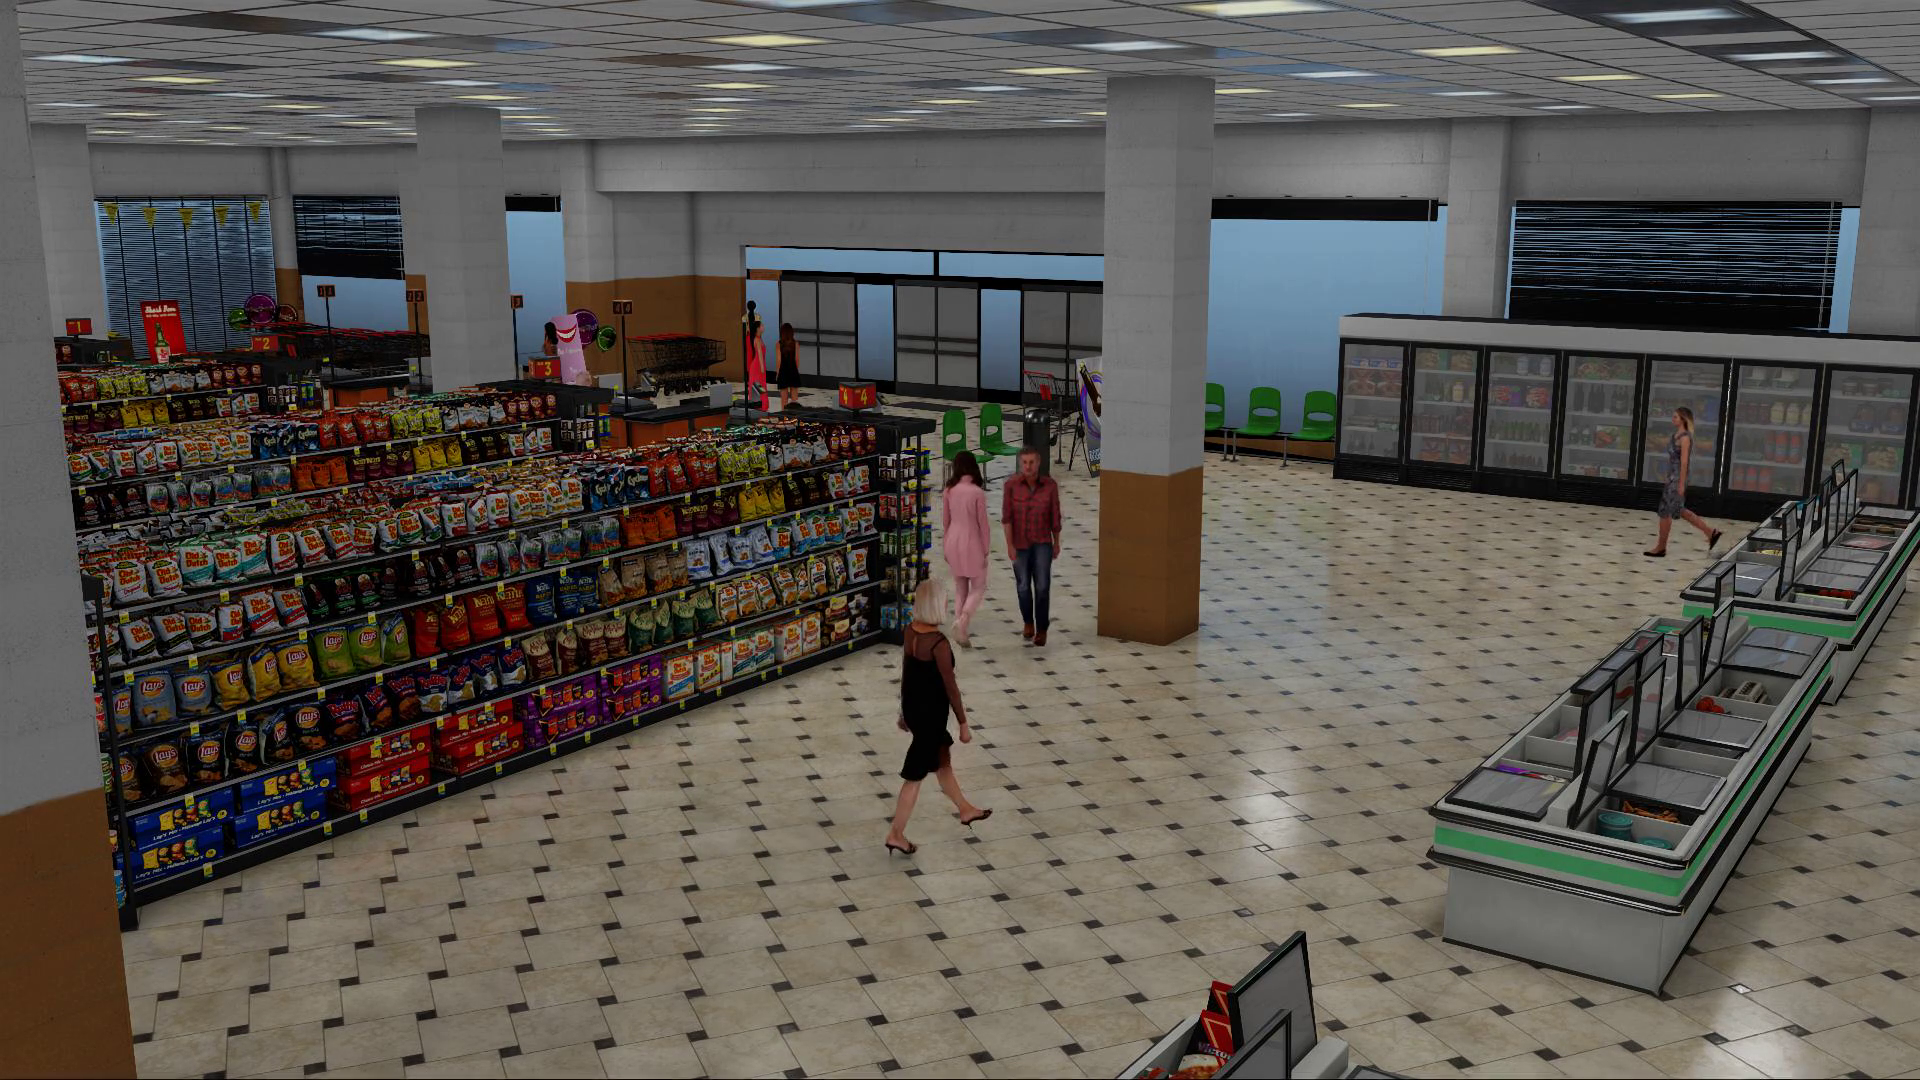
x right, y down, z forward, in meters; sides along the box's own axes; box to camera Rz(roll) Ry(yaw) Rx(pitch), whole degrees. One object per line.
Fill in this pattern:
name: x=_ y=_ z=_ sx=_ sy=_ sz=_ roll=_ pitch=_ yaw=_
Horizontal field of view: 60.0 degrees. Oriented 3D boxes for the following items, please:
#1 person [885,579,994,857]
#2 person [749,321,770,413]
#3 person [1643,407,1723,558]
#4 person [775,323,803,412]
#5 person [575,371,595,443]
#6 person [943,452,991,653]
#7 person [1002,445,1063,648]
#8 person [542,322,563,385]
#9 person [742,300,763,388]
person: x=-0.278 y=1.117 z=10.091 sx=1.130 sy=1.705 sz=0.912 roll=-7 pitch=14 yaw=-30
person: x=-3.648 y=-3.103 z=30.082 sx=0.752 sy=1.727 sz=0.715 roll=-4 pitch=13 yaw=-18
person: x=8.036 y=-0.618 z=18.393 sx=0.820 sy=1.680 sz=1.021 roll=4 pitch=13 yaw=18
person: x=-2.915 y=-2.763 z=28.205 sx=0.635 sy=1.834 sz=0.730 roll=-5 pitch=13 yaw=-21
person: x=-4.986 y=-1.335 z=21.744 sx=0.861 sy=1.703 sz=0.994 roll=3 pitch=12 yaw=15
person: x=0.008 y=0.142 z=14.549 sx=0.705 sy=1.777 sz=0.830 roll=5 pitch=13 yaw=24
person: x=0.632 y=0.035 z=15.018 sx=1.035 sy=1.793 sz=1.237 roll=1 pitch=12 yaw=6
person: x=-7.549 y=-3.215 z=30.810 sx=0.786 sy=1.645 sz=0.634 roll=2 pitch=12 yaw=9
person: x=-4.314 y=-4.079 z=34.555 sx=0.639 sy=1.792 sz=0.744 roll=-5 pitch=13 yaw=-23
